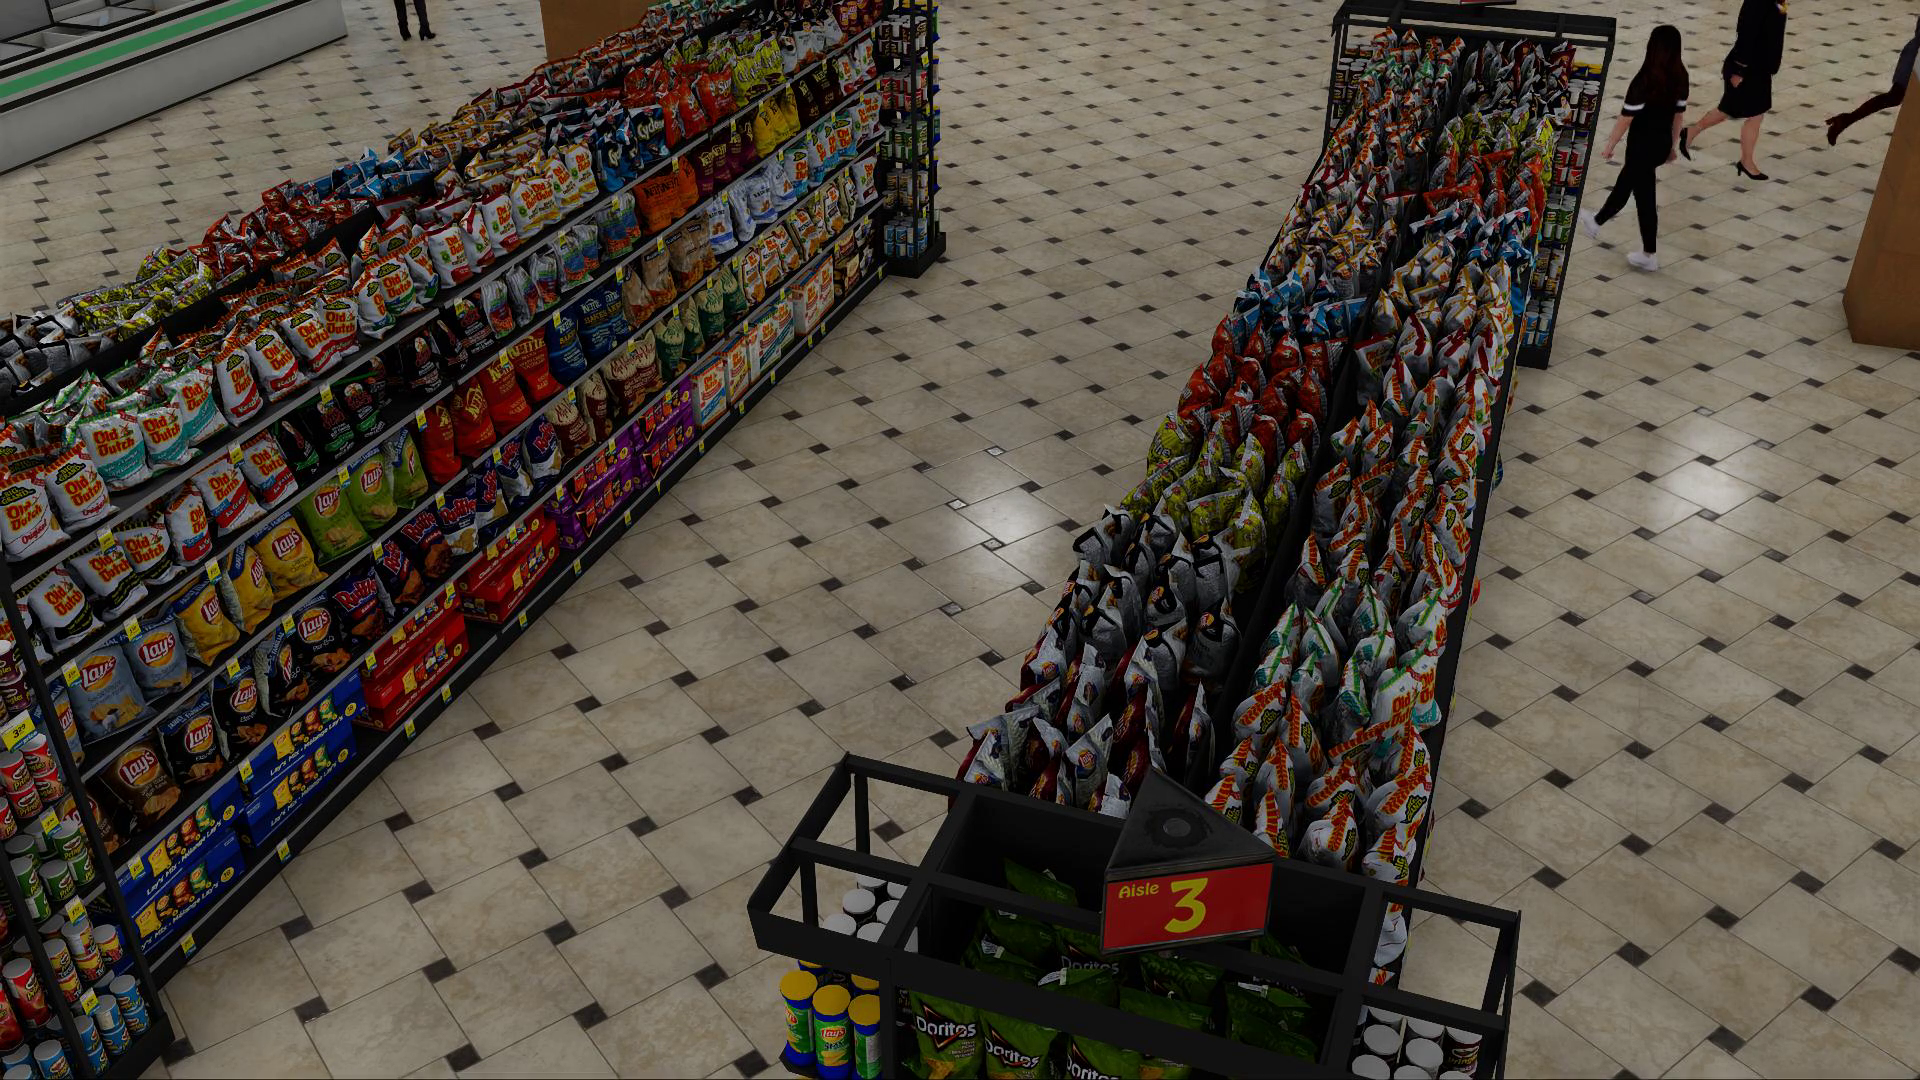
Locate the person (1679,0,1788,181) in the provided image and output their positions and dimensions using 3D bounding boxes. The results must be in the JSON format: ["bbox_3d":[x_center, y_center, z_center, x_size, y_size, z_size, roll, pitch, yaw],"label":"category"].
[{"bbox_3d":[5.993,-3.625,12.796,0.921,1.647,1.043,20,37,29],"label":"person"}]

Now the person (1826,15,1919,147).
[{"bbox_3d":[7.333,-3.700,12.879,0.732,1.687,1.002,7,33,11],"label":"person"}]

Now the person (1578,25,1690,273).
[{"bbox_3d":[4.657,-2.584,11.172,1.044,1.597,1.127,-12,34,-19],"label":"person"}]

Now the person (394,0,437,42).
[{"bbox_3d":[-5.413,-5.659,16.122,0.640,1.587,0.567,3,32,4],"label":"person"}]
